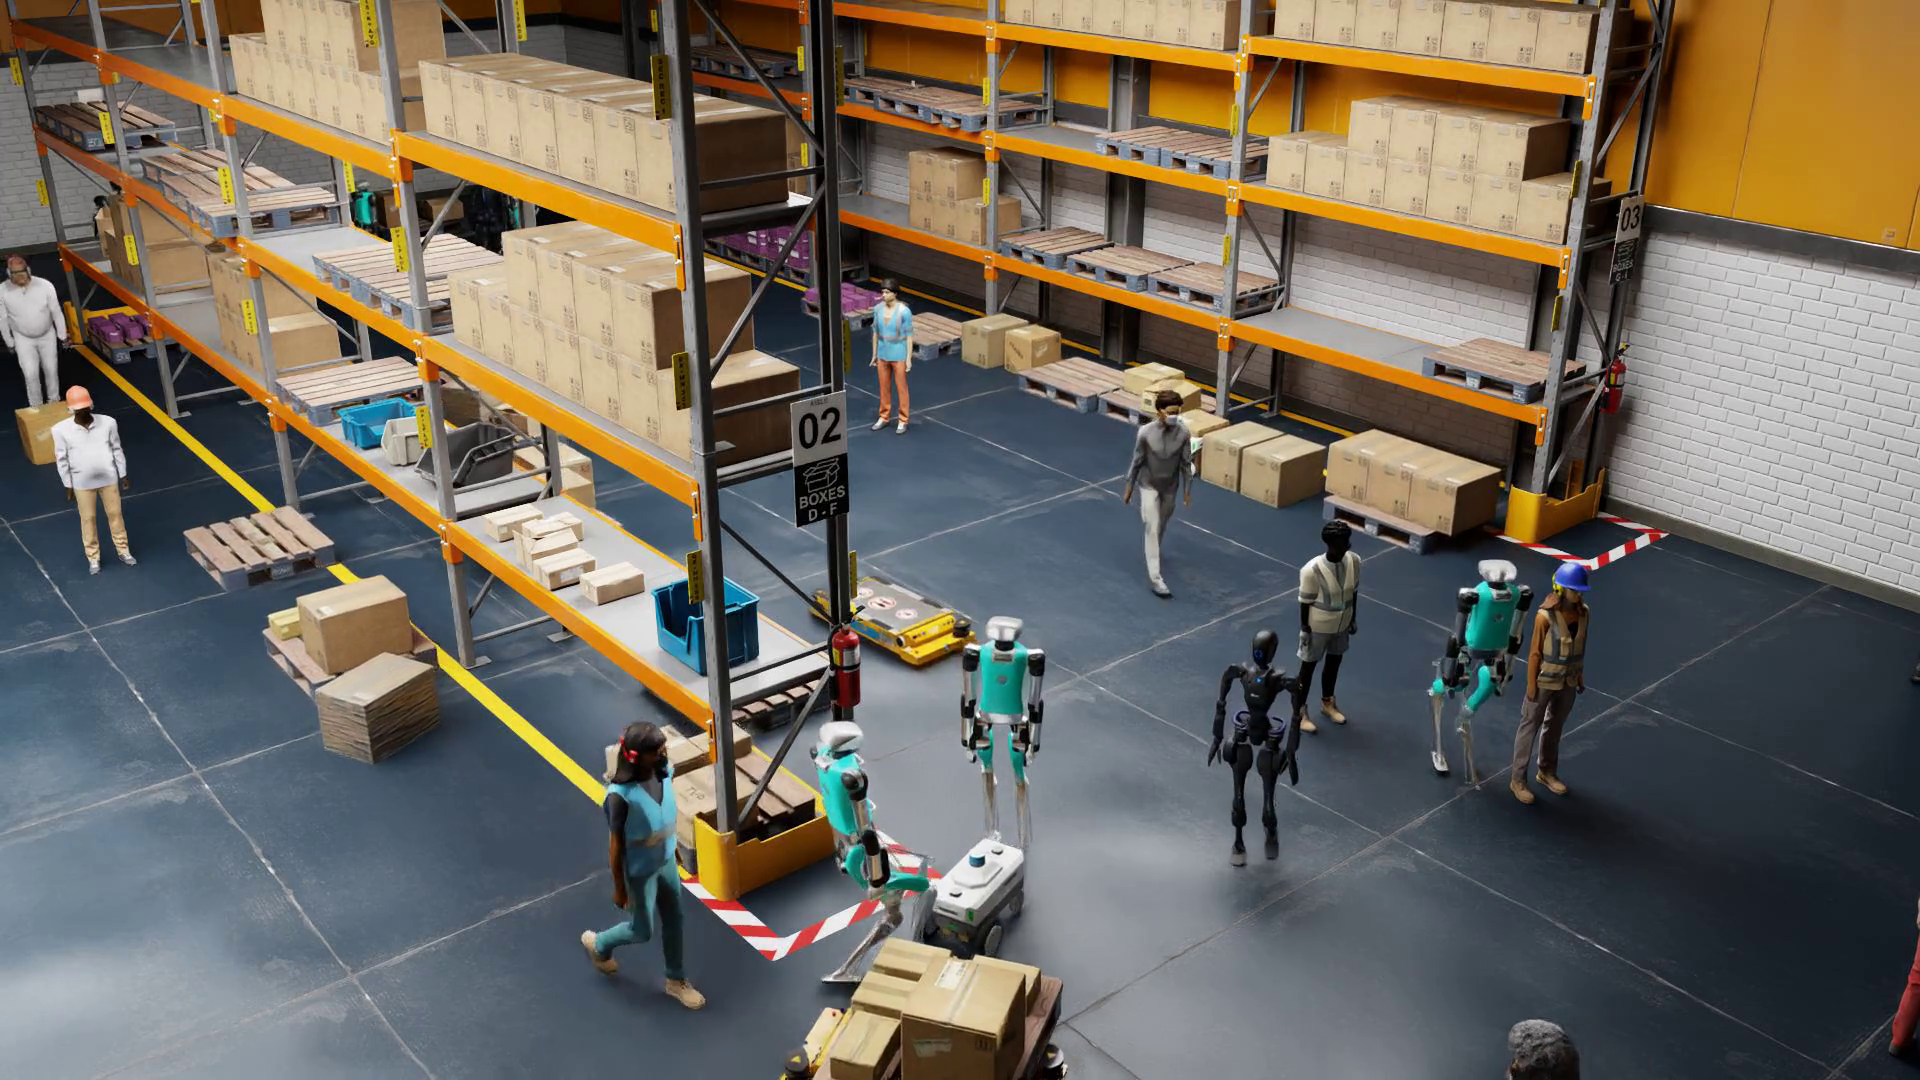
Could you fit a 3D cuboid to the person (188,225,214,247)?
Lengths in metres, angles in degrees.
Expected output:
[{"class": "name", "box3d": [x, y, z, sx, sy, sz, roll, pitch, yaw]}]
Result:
[{"class": "person", "box3d": [-10.772, -4.239, 23.458, 0.774, 1.846, 0.645, 14, 27, 30]}]

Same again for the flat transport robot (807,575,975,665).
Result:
[{"class": "flat transport robot", "box3d": [-0.598, 0.658, 14.121, 0.659, 0.231, 1.431, -21, 31, -39]}]

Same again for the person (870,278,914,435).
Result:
[{"class": "person", "box3d": [-0.755, -2.046, 18.493, 0.492, 1.765, 0.318, 11, 26, 25]}]

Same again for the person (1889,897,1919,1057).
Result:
[{"class": "person", "box3d": [5.398, 2.092, 8.922, 0.343, 1.756, 0.516, -20, 30, -38]}]

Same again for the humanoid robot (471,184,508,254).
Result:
[{"class": "humanoid robot", "box3d": [-7.078, -4.794, 25.033, 0.594, 1.622, 0.791, 4, 24, 9]}]

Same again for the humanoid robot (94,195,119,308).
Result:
[{"class": "humanoid robot", "box3d": [-11.653, -3.932, 22.969, 0.475, 1.648, 0.610, -6, 24, -14]}]

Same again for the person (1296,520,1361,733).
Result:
[{"class": "person", "box3d": [2.738, 0.627, 12.398, 0.535, 1.691, 0.319, -12, 26, -25]}]

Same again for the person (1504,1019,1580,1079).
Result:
[{"class": "person", "box3d": [2.543, 2.812, 7.360, 0.663, 1.669, 0.451, -2, 23, -4]}]

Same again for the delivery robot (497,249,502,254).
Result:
[{"class": "delivery robot", "box3d": [-6.793, -4.538, 25.816, 0.791, 0.614, 0.499, 11, 25, 23]}]

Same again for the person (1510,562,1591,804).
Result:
[{"class": "person", "box3d": [4.104, 0.973, 11.483, 0.461, 1.781, 0.305, -9, 25, -20]}]

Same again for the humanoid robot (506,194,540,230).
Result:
[{"class": "humanoid robot", "box3d": [-6.742, -5.168, 25.706, 0.531, 1.749, 0.722, -5, 24, -12]}]

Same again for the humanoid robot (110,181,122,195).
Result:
[{"class": "humanoid robot", "box3d": [-12.166, -4.497, 24.346, 0.597, 1.621, 0.797, 12, 26, 26]}]

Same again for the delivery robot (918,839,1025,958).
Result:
[{"class": "delivery robot", "box3d": [0.100, 2.171, 10.233, 0.499, 0.577, 0.769, 13, 27, 27]}]

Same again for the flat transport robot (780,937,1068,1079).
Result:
[{"class": "flat transport robot", "box3d": [-0.193, 2.875, 8.986, 1.431, 0.231, 0.659, 8, 25, 17]}]

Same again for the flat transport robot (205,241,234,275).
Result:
[{"class": "flat transport robot", "box3d": [-10.042, -3.309, 23.307, 1.431, 0.231, 0.659, 4, 24, 10]}]

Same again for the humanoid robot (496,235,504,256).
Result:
[{"class": "humanoid robot", "box3d": [-5.625, -3.008, 20.845, 0.557, 1.639, 0.589, 11, 26, 24]}]

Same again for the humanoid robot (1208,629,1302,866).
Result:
[{"class": "humanoid robot", "box3d": [1.912, 1.333, 10.778, 0.615, 1.643, 0.340, 10, 25, 22]}]

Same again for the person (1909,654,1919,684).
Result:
[{"class": "person", "box3d": [7.800, 0.265, 12.949, 0.546, 1.924, 0.382, 14, 27, 29]}]

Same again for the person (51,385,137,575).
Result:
[{"class": "person", "box3d": [-7.835, -0.561, 15.067, 0.560, 1.752, 0.327, -17, 29, -34]}]

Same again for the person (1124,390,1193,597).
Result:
[{"class": "person", "box3d": [1.758, -0.498, 14.813, 0.593, 1.846, 0.988, -4, 24, -10]}]

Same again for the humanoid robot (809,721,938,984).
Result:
[{"class": "humanoid robot", "box3d": [-0.420, 1.786, 9.641, 0.819, 1.761, 0.556, -14, 27, -29]}]

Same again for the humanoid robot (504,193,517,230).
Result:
[{"class": "humanoid robot", "box3d": [-7.205, -5.641, 26.835, 0.551, 1.740, 0.989, -15, 28, -31]}]

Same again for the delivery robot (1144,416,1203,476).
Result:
[{"class": "delivery robot", "box3d": [2.282, -1.029, 17.661, 0.774, 0.592, 0.499, 21, 31, 39]}]

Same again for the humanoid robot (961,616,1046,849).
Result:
[{"class": "humanoid robot", "box3d": [0.288, 1.261, 10.917, 0.546, 1.830, 0.658, 2, 23, 5]}]

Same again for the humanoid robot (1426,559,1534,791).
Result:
[{"class": "humanoid robot", "box3d": [3.591, 0.887, 11.752, 0.550, 1.789, 0.763, -4, 24, -8]}]

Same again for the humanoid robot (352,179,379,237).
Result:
[{"class": "humanoid robot", "box3d": [-8.469, -4.160, 23.318, 0.530, 1.717, 0.718, 19, 29, 36]}]

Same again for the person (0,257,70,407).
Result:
[{"class": "person", "box3d": [-10.453, -2.258, 18.848, 0.646, 1.883, 0.757, -17, 29, -35]}]

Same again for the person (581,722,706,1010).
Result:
[{"class": "person", "box3d": [-1.836, 1.816, 9.448, 0.699, 1.850, 0.551, 14, 27, 30]}]
